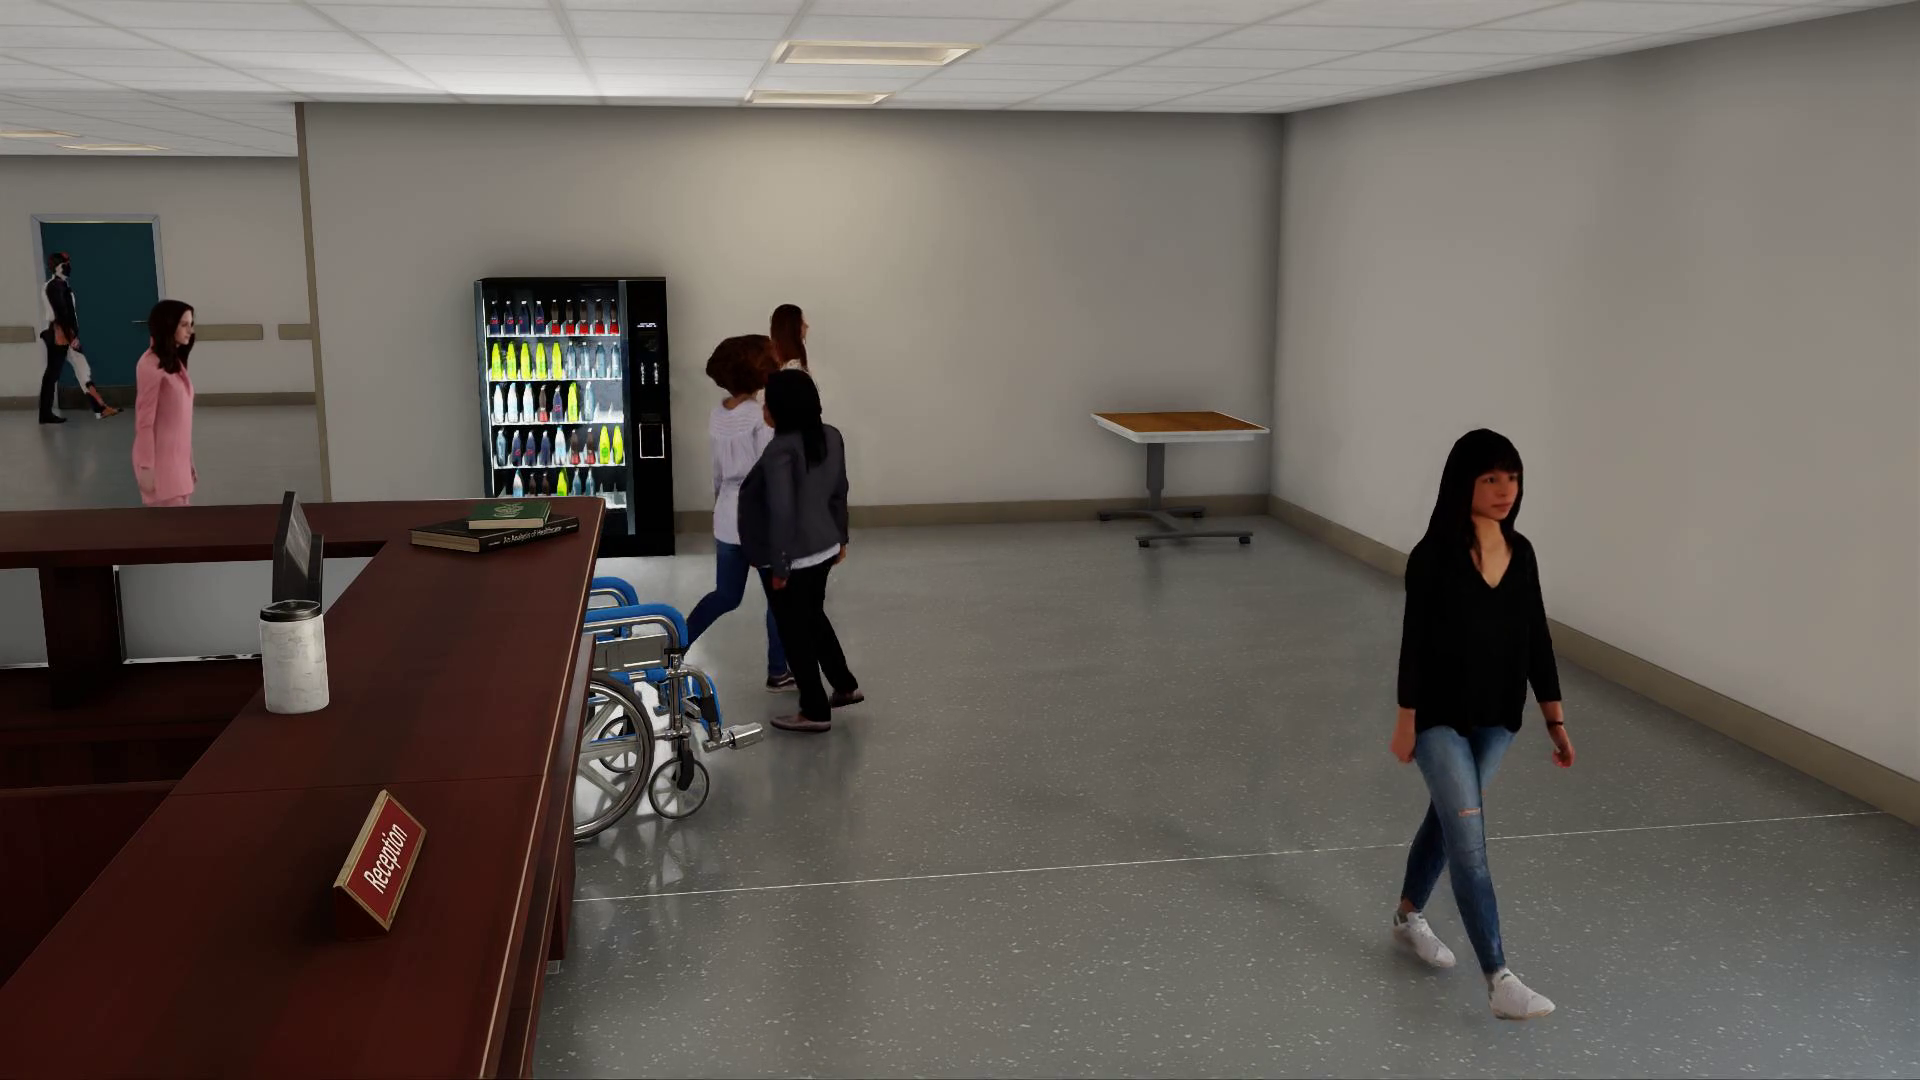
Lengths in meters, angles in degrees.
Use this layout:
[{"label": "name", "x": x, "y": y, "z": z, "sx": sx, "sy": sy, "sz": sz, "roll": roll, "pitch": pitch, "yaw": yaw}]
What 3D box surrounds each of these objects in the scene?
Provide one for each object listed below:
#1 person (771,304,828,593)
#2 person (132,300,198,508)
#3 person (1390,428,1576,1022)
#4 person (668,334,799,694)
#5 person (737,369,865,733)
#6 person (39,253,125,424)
[{"label": "person", "x": -1.002, "y": -0.550, "z": 9.985, "sx": 0.507, "sy": 1.729, "sz": 0.575, "roll": -2, "pitch": 11, "yaw": -12}, {"label": "person", "x": -4.342, "y": -0.402, "z": 9.056, "sx": 0.631, "sy": 1.786, "sz": 0.659, "roll": -1, "pitch": 11, "yaw": -6}, {"label": "person", "x": 1.405, "y": 0.497, "z": 4.785, "sx": 0.992, "sy": 1.612, "sz": 0.773, "roll": -4, "pitch": 12, "yaw": -22}, {"label": "person", "x": -1.040, "y": -0.074, "z": 7.604, "sx": 1.011, "sy": 1.682, "sz": 1.134, "roll": 10, "pitch": 15, "yaw": 43}, {"label": "person", "x": -0.660, "y": 0.056, "z": 7.173, "sx": 0.900, "sy": 1.588, "sz": 0.871, "roll": 6, "pitch": 12, "yaw": 30}, {"label": "person", "x": -9.963, "y": -2.184, "z": 18.264, "sx": 1.048, "sy": 1.853, "sz": 0.677, "roll": -2, "pitch": 11, "yaw": -10}]
